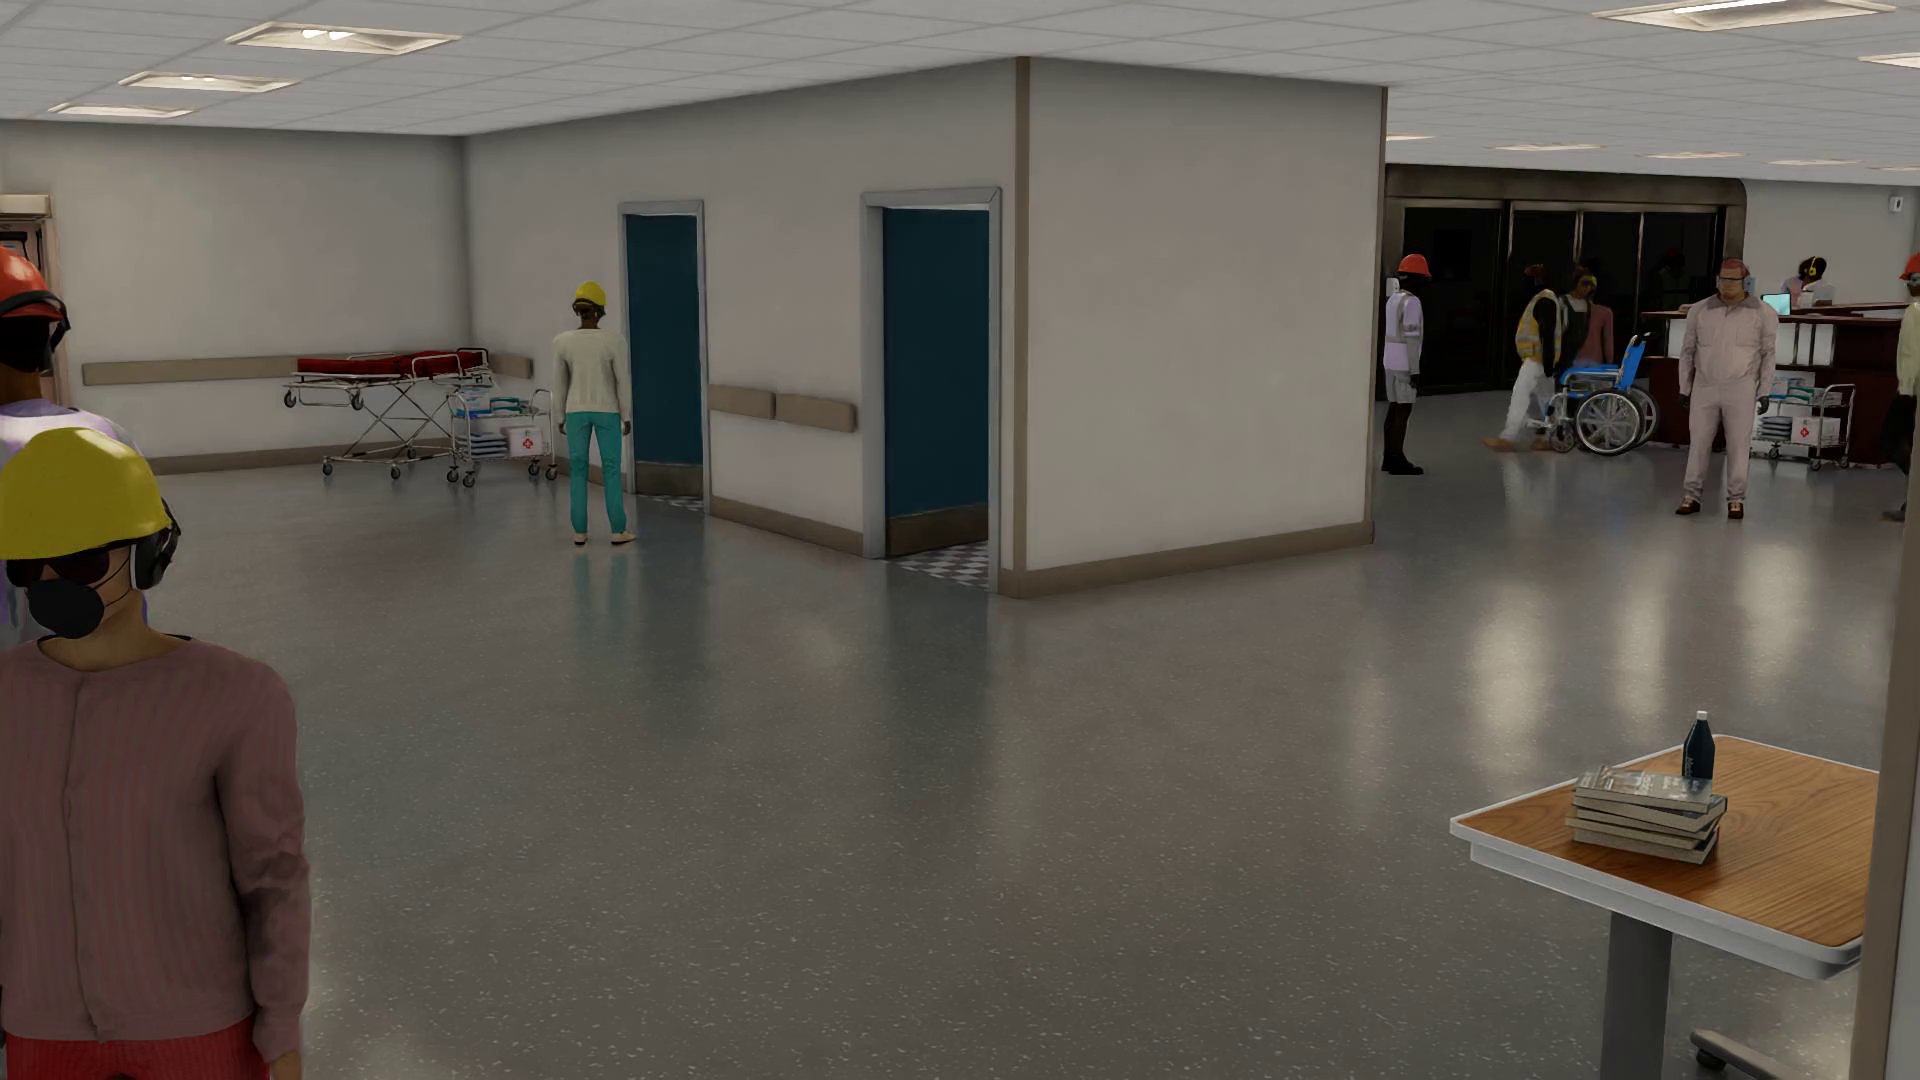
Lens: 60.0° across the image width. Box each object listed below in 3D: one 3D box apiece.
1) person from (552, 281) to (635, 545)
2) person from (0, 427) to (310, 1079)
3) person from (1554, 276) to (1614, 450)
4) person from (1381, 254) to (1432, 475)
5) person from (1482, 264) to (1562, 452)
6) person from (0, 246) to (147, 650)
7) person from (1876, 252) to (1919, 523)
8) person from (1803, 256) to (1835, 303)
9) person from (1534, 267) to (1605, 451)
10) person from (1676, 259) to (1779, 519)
[{"bbox_3d":[-2.463,-0.843,11.175,0.526,1.769,0.329,1,10,3],"label":"person"},{"bbox_3d":[-1.224,0.713,2.459,0.523,1.769,0.313,-1,10,-3],"label":"person"},{"bbox_3d":[6.166,-1.770,16.479,0.544,1.721,0.895,0,10,2],"label":"person"},{"bbox_3d":[3.919,-1.534,14.597,0.390,1.929,0.545,-1,10,-6],"label":"person"},{"bbox_3d":[5.490,-1.759,16.172,0.850,1.810,0.658,3,11,16],"label":"person"},{"bbox_3d":[-1.940,0.404,3.473,0.409,2.029,0.612,2,10,9],"label":"person"},{"bbox_3d":[6.887,-1.073,11.919,0.615,1.964,0.499,-6,12,-31],"label":"person"},{"bbox_3d":[10.384,-2.502,20.213,0.507,1.862,0.332,-4,11,-23],"label":"person"},{"bbox_3d":[6.044,-1.776,16.344,0.518,1.783,0.972,-6,12,-29],"label":"person"},{"bbox_3d":[5.640,-1.110,12.283,0.651,1.904,0.403,6,12,32],"label":"person"}]
